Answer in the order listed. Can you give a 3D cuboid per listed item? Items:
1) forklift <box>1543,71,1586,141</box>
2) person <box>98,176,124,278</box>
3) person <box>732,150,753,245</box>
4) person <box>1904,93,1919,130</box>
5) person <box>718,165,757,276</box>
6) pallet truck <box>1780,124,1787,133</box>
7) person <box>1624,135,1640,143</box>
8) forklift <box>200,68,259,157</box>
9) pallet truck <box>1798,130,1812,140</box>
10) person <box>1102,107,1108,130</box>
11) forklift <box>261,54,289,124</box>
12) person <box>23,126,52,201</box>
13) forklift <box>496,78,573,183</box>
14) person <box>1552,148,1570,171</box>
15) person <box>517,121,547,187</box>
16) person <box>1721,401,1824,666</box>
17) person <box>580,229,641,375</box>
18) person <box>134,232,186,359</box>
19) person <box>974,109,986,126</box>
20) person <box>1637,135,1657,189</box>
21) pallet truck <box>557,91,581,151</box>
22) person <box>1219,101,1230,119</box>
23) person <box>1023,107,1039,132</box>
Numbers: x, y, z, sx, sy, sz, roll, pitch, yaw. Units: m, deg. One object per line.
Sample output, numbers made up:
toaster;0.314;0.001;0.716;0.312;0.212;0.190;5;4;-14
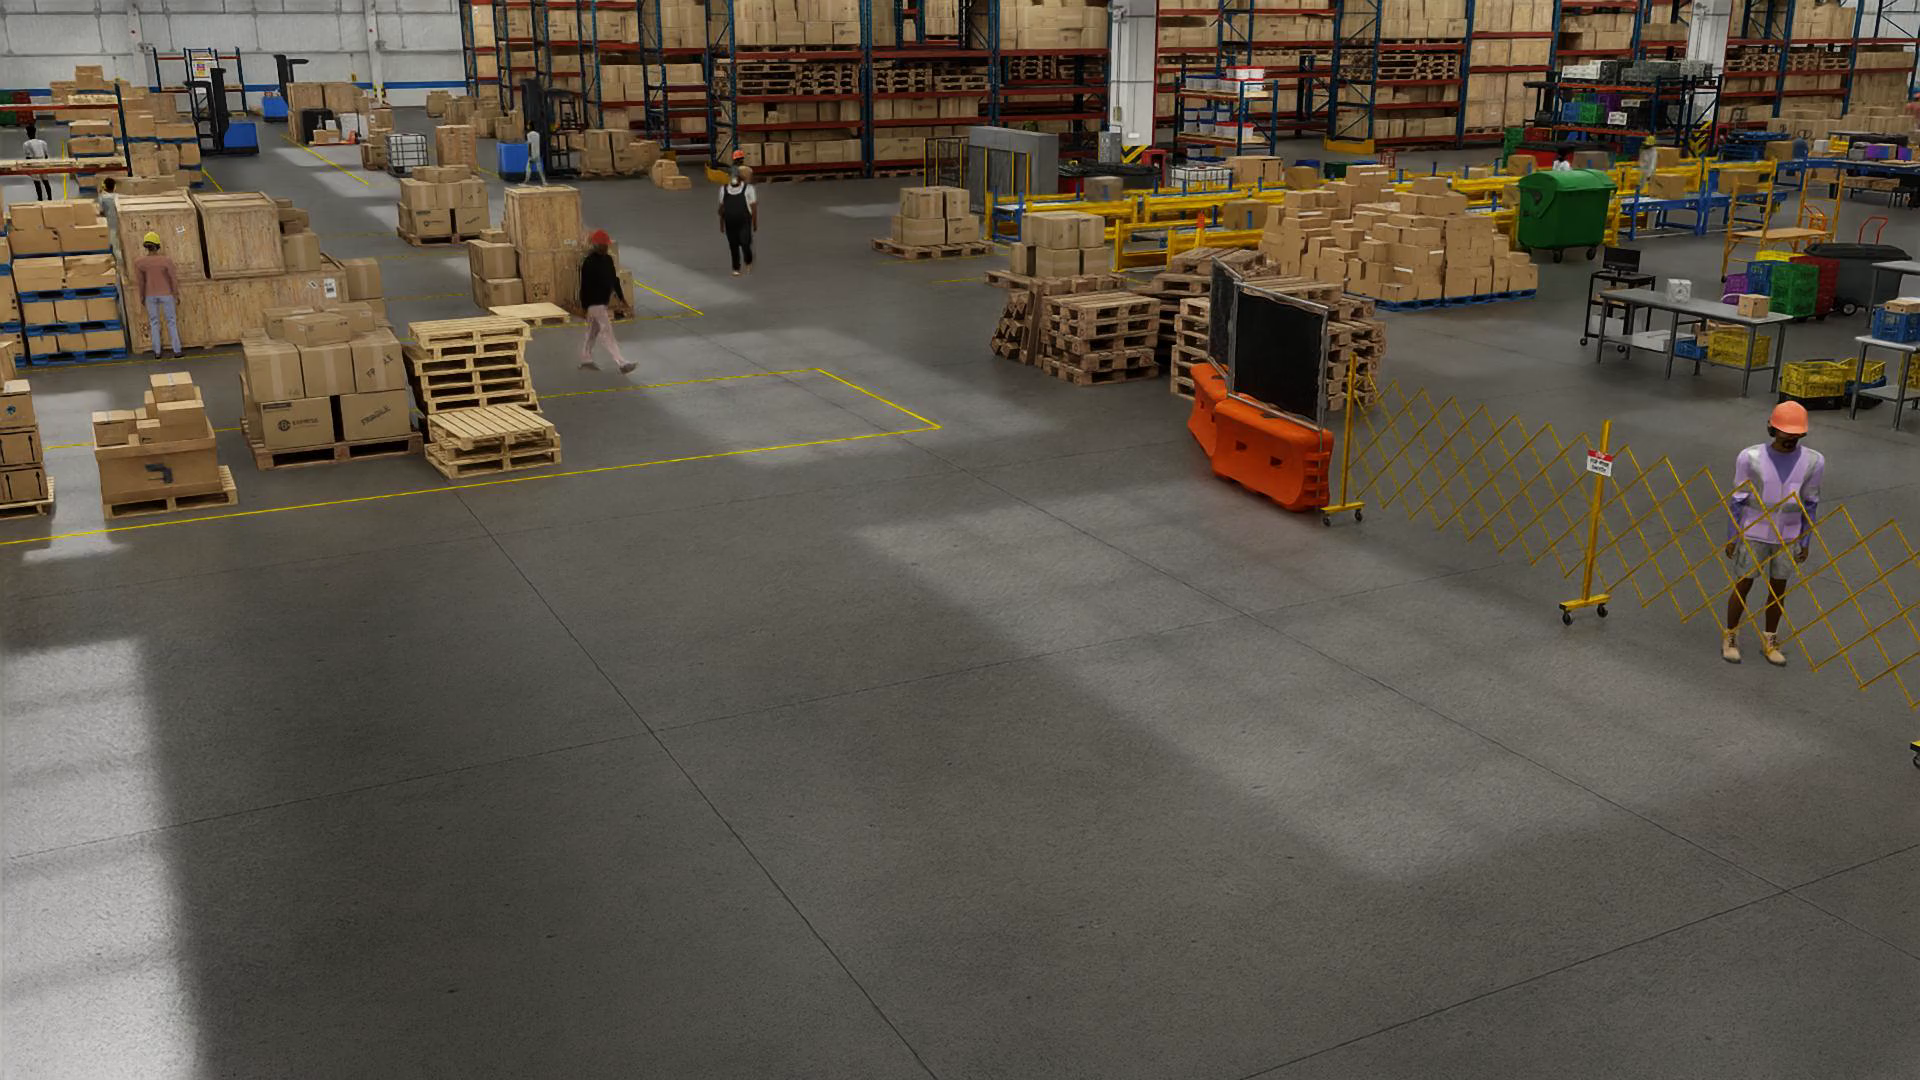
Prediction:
forklift;18.685;-13.231;52.085;1.873;2.768;1.129;-9;20;-26
person;-15.249;-5.627;30.046;0.735;1.849;0.522;8;20;24
person;-4.535;-7.098;34.498;0.373;1.928;0.543;14;22;36
person;32.539;-14.289;56.897;0.908;1.953;0.627;-11;21;-31
person;-4.079;-5.836;30.383;0.713;2.000;0.539;3;18;9
pallet truck;25.206;-12.542;52.601;1.601;1.201;0.680;0;18;-2
person;22.030;-13.462;54.436;1.053;1.878;0.622;-7;19;-21
forklift;-24.369;-14.147;54.940;1.873;2.768;1.129;-9;20;-26
pallet truck;25.526;-11.556;49.408;1.630;1.274;0.653;-9;20;-26
person;5.185;-14.194;56.841;0.641;1.799;0.963;6;19;17
forklift;-28.612;-19.104;70.392;1.873;2.768;1.129;-9;20;-26
person;-22.782;-9.223;41.060;0.368;1.966;0.603;8;20;24
forklift;-12.064;-11.549;46.839;1.873;2.768;1.129;-9;20;-26
person;13.607;-8.101;38.015;0.697;1.669;0.552;-7;19;-21
person;-11.546;-10.363;44.855;0.973;1.813;0.557;8;20;25
person;6.007;-0.040;12.324;0.605;2.034;0.397;3;18;11
person;-4.766;-3.194;22.307;1.008;1.935;0.620;4;18;14
person;-11.204;-3.416;23.280;0.533;1.768;0.310;-4;18;-13
person;0.558;-12.649;52.174;0.538;1.695;0.320;4;18;13
person;16.698;-8.939;40.460;0.503;1.788;0.615;-2;18;-7
pallet truck;-13.495;-14.412;57.188;0.823;1.965;1.885;-3;18;-9
person;9.574;-15.314;60.592;0.515;1.620;0.368;-8;20;-24
person;2.261;-13.094;53.562;0.535;1.699;0.318;6;19;18
